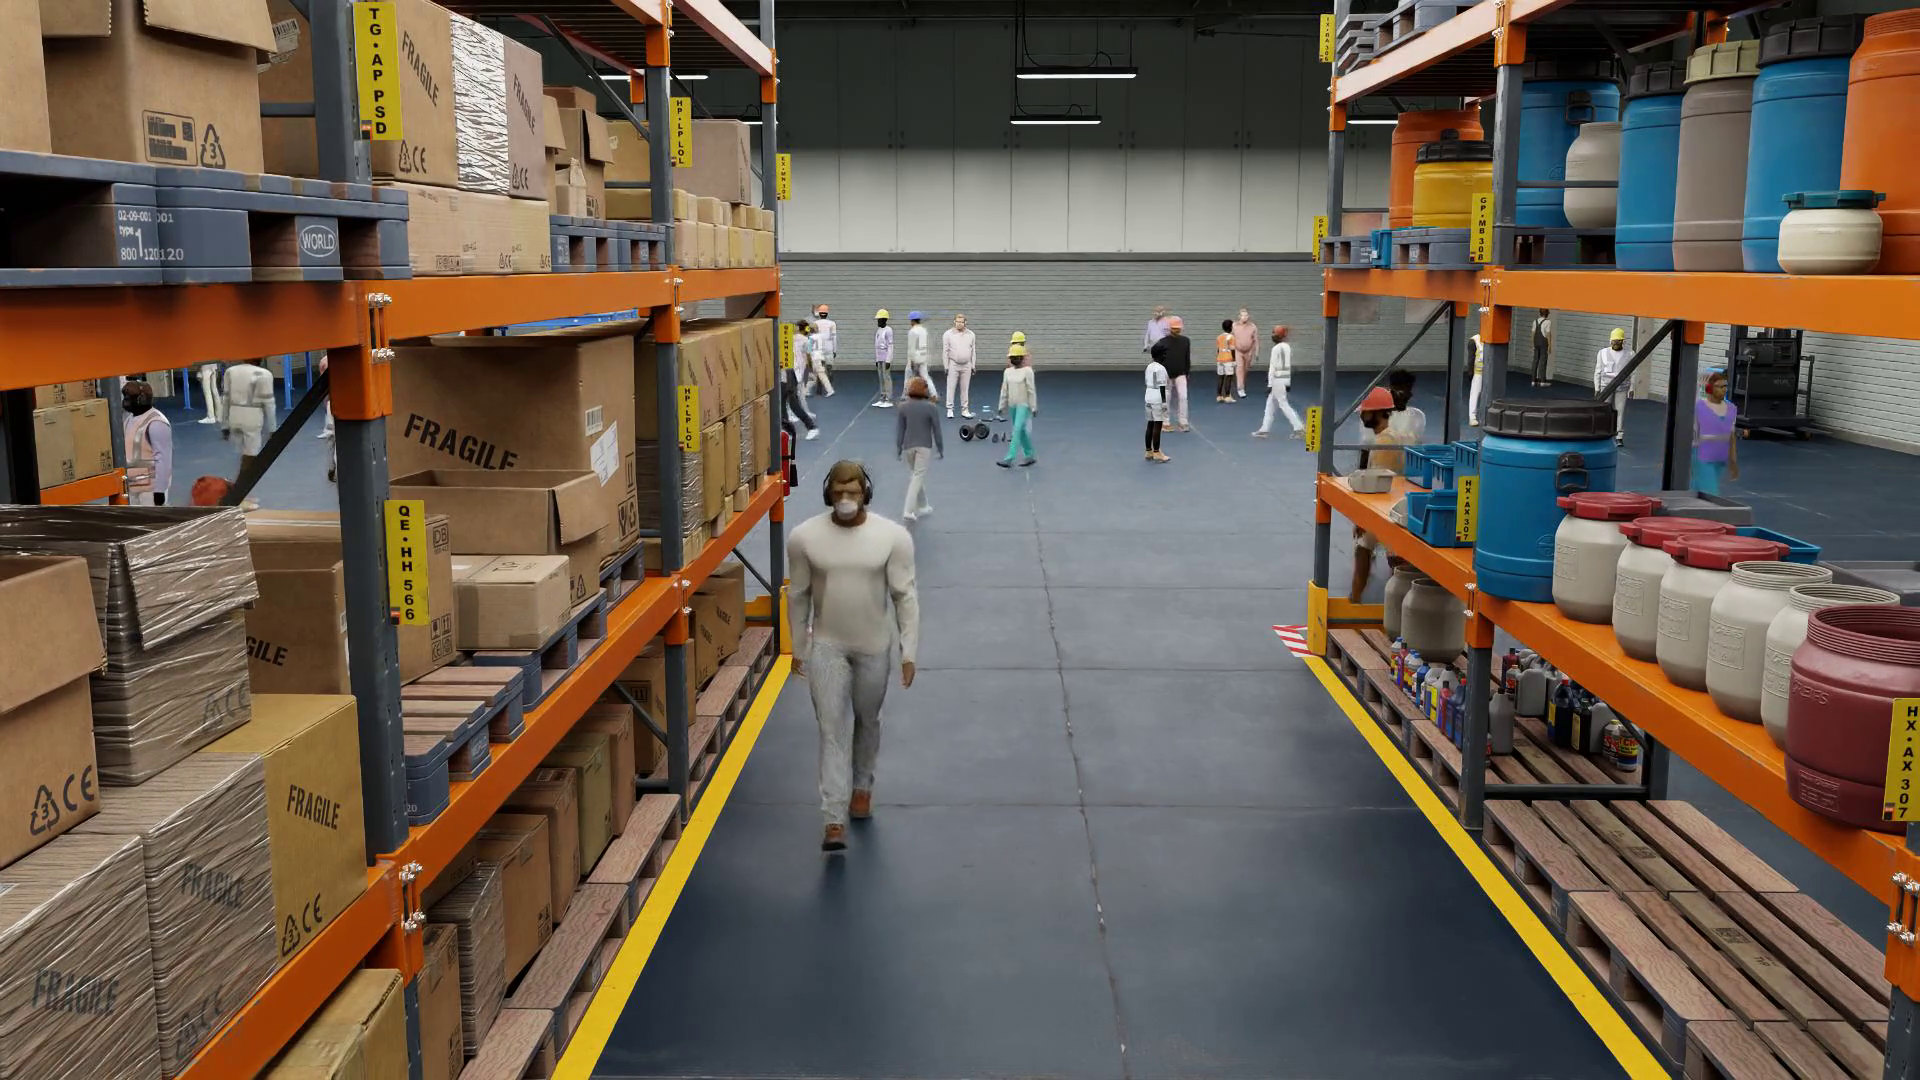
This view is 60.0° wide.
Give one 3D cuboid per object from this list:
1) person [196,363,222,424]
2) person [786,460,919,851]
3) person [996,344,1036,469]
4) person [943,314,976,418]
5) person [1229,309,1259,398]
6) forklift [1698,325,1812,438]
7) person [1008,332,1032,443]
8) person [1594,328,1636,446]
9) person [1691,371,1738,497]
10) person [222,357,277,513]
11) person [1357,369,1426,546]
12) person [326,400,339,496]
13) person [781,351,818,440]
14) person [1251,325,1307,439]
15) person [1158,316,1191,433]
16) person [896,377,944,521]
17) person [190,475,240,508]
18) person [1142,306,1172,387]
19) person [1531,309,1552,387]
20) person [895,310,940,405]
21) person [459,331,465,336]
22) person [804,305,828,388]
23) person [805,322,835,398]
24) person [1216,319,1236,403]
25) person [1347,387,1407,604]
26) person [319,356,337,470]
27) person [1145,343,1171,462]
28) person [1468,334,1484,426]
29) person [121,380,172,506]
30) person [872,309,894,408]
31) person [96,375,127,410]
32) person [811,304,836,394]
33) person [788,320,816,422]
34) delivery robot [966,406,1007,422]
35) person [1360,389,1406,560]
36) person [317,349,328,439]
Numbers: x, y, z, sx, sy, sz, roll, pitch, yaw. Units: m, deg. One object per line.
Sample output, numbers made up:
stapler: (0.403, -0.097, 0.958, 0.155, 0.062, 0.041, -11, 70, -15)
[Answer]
person: (-13.439, -3.020, 29.686, 0.312, 1.865, 0.516, 1, 10, 8)
person: (-0.530, 0.549, 8.222, 0.653, 1.882, 1.007, 0, 9, -1)
person: (0.789, -1.862, 23.171, 0.925, 1.716, 0.545, -9, 13, -44)
person: (0.001, -3.203, 30.646, 0.641, 1.904, 0.401, -3, 10, -18)
person: (6.044, -4.008, 35.570, 0.652, 1.875, 0.927, -1, 10, -6)
forklift: (13.248, -3.165, 27.620, 1.129, 2.768, 1.873, 0, 9, 1)
person: (0.946, -2.433, 26.471, 0.339, 1.757, 0.518, -7, 12, -38)
person: (10.212, -2.384, 25.945, 0.599, 1.830, 0.403, 3, 10, 19)
person: (7.328, -0.768, 16.346, 0.578, 1.811, 0.935, -4, 10, -22)
person: (-8.158, -1.323, 19.096, 0.629, 2.002, 0.648, 4, 10, 21)
person: (3.843, -0.588, 14.928, 0.608, 1.930, 0.943, -1, 10, -9)
person: (-5.728, -0.726, 15.704, 0.552, 1.934, 0.373, 2, 10, 10)
person: (-2.672, -2.559, 26.930, 0.769, 1.857, 0.610, -3, 10, -18)
person: (5.226, -2.559, 26.972, 0.950, 1.848, 0.593, 6, 11, 30)
person: (3.608, -2.755, 27.823, 0.623, 1.943, 0.974, -2, 10, -12)
person: (-0.464, -1.025, 18.540, 0.510, 1.590, 0.873, 4, 10, 23)
person: (-3.554, 0.640, 7.808, 0.389, 1.851, 0.750, -3, 10, -15)
person: (4.461, -4.355, 37.680, 1.008, 1.853, 0.642, -8, 12, -39)
person: (13.455, -4.480, 38.464, 0.351, 1.846, 0.507, -6, 11, -31)
person: (-0.810, -3.626, 33.195, 0.988, 1.906, 0.628, 6, 11, 32)
person: (-8.977, -3.231, 30.526, 0.538, 2.000, 0.683, 4, 10, 21)
person: (-3.280, -4.414, 37.950, 0.655, 1.884, 1.020, 0, 9, -1)
person: (-3.023, -3.819, 35.273, 0.887, 1.592, 0.523, 3, 10, 20)
person: (5.435, -3.646, 33.912, 0.316, 1.696, 0.546, -5, 11, -27)
person: (3.147, -0.221, 12.775, 0.877, 1.896, 0.564, 2, 10, 12)
person: (-8.318, -1.859, 22.589, 0.638, 1.906, 0.407, -1, 10, -5)
person: (2.842, -1.987, 23.978, 0.318, 1.696, 0.533, -3, 10, -18)
person: (9.216, -2.934, 29.213, 0.633, 1.841, 0.429, -3, 10, -16)
person: (-7.058, -0.461, 14.402, 0.633, 1.843, 0.429, 8, 12, 40)
person: (-1.520, -3.579, 32.819, 0.369, 1.927, 0.594, -5, 11, -26)
person: (-11.772, -1.957, 23.100, 0.488, 1.936, 0.626, -7, 12, -37)
person: (-2.963, -4.150, 36.211, 0.548, 1.938, 0.358, -2, 10, -10)
person: (-2.839, -3.052, 29.965, 0.843, 1.820, 0.536, -9, 13, -44)
delivery robot: (0.419, -2.033, 26.736, 0.698, 0.223, 0.335, 7, 12, 38)
person: (4.079, -0.617, 15.936, 0.512, 1.642, 0.311, 7, 12, 35)
person: (-10.101, -2.452, 26.972, 0.687, 1.618, 0.516, -3, 10, -15)
